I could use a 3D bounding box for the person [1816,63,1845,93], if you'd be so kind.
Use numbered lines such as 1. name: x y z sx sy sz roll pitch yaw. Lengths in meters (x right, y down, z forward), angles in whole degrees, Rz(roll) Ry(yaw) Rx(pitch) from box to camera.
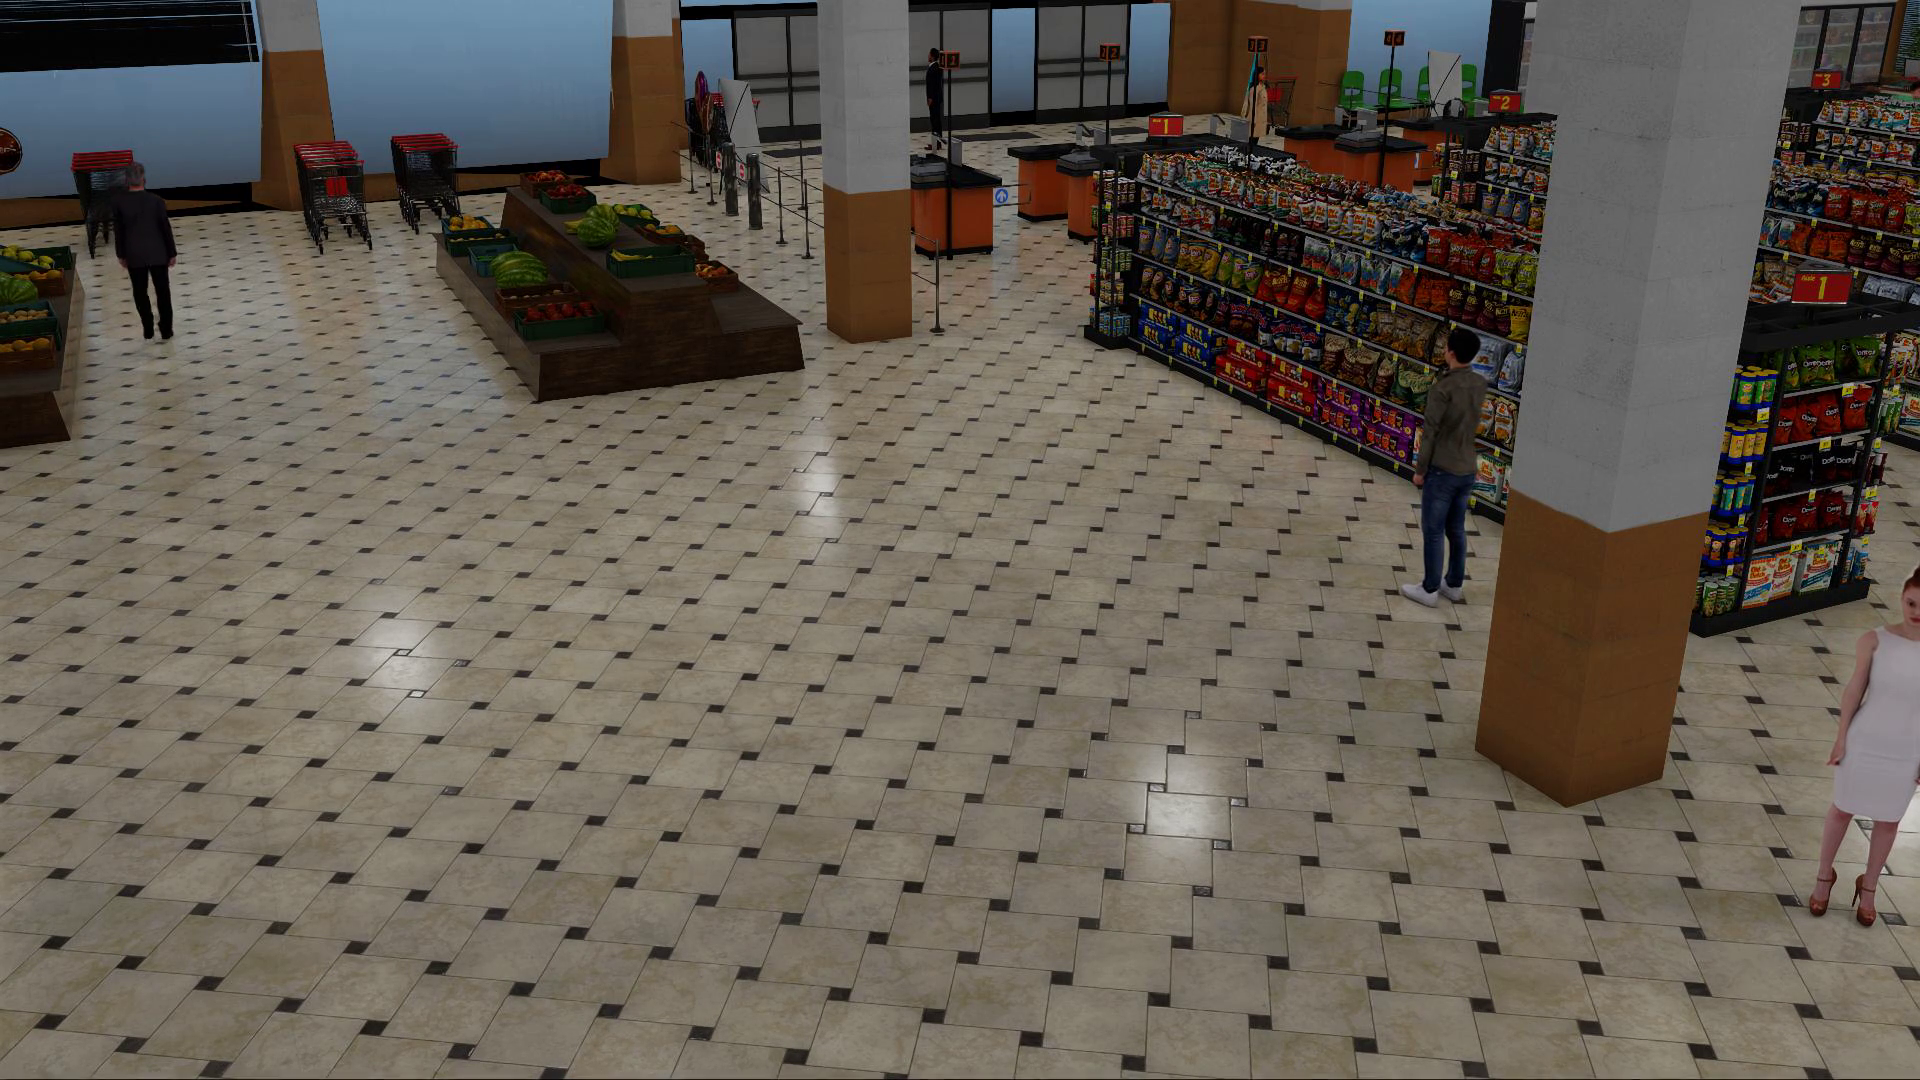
1. person: 14.437 -7.089 27.738 1.121 1.597 1.117 10 24 24

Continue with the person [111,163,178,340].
1. person: -8.353 -2.918 17.056 0.759 1.822 0.883 -8 23 -20

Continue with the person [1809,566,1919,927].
1. person: 4.168 0.942 7.489 0.631 1.793 0.707 10 24 22

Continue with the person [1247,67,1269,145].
1. person: 4.765 -6.763 26.812 0.739 1.682 0.719 11 25 26

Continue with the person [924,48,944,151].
1. person: -0.439 -7.734 29.169 0.770 1.727 0.685 5 23 13

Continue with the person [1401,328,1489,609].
1. person: 3.214 -0.462 10.888 0.728 1.863 0.648 -15 26 -33
